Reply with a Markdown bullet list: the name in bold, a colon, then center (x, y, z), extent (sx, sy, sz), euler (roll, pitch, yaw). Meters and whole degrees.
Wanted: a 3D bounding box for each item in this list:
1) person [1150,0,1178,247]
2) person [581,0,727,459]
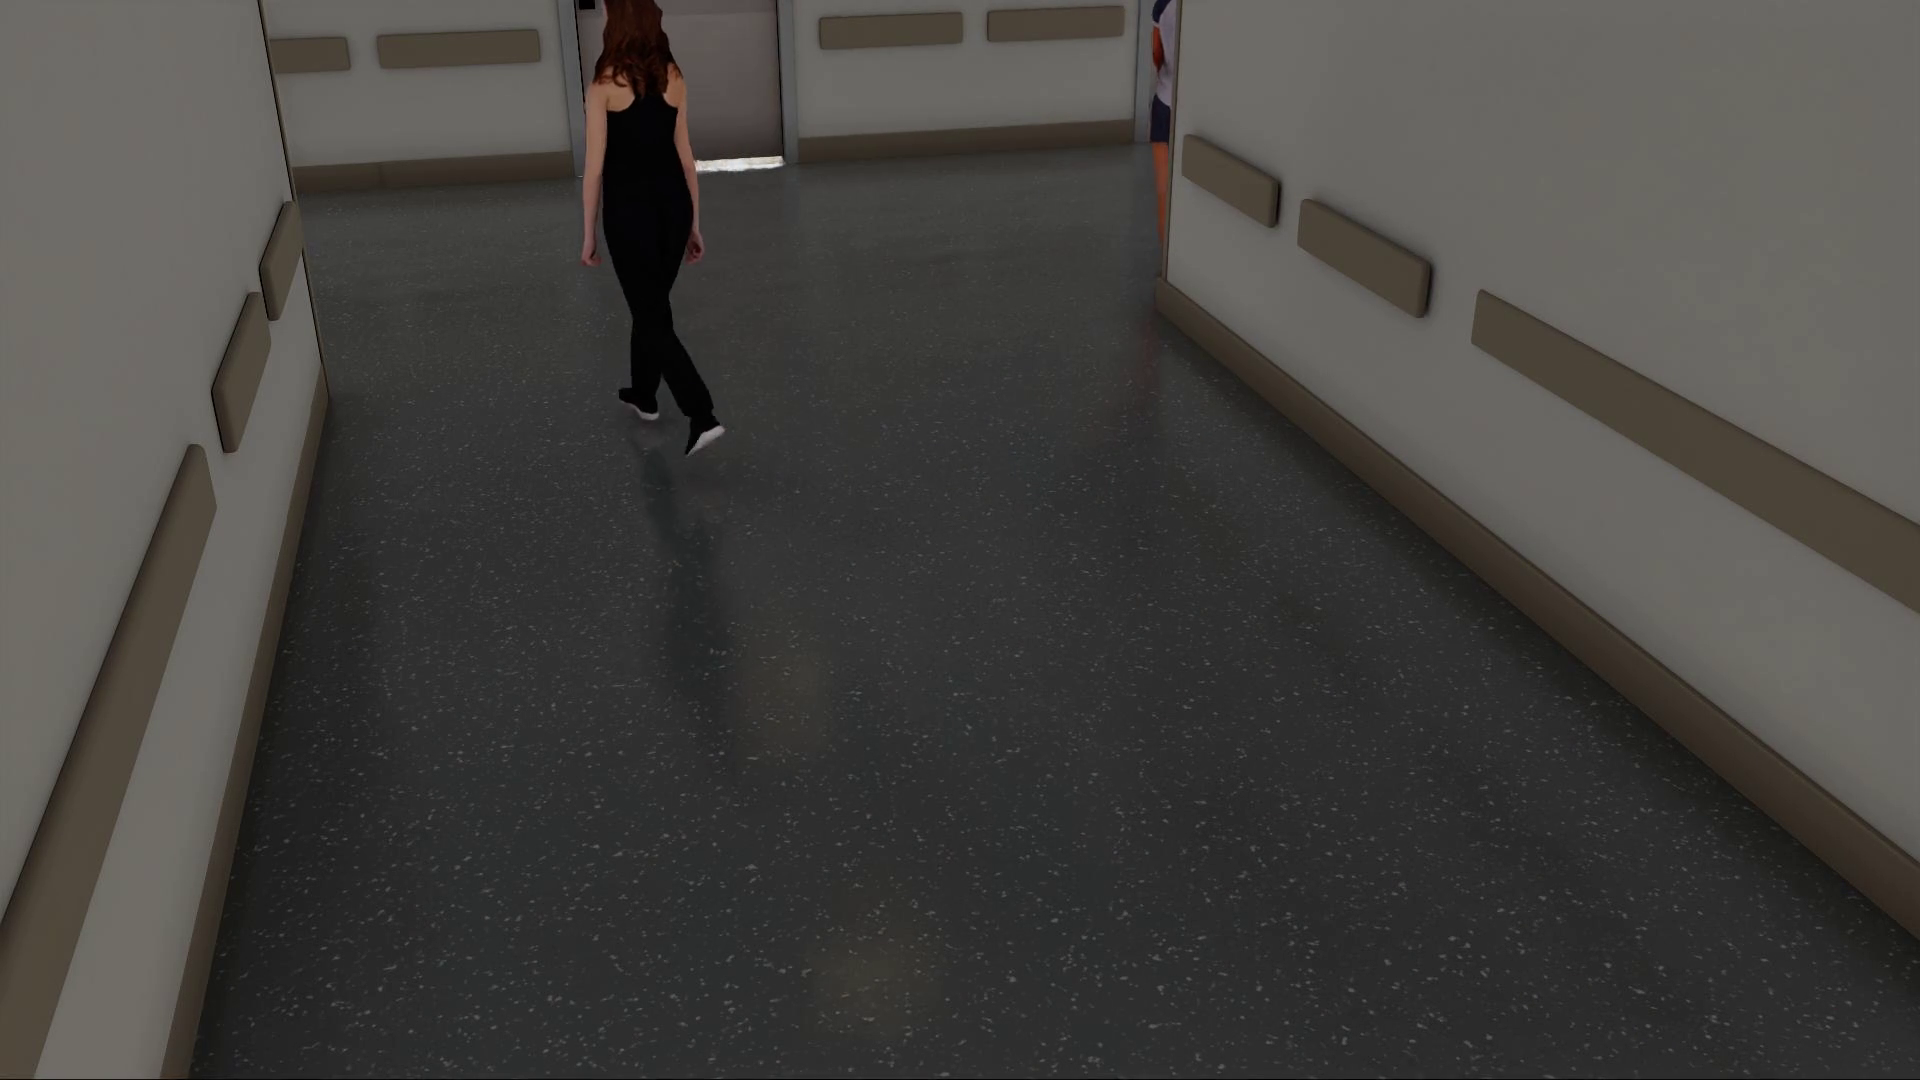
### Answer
- **person**: center (1.104, -2.106, 8.236), extent (0.760, 1.604, 0.803), euler (9, 27, 19)
- **person**: center (-1.099, -1.119, 6.072), extent (1.155, 1.707, 0.959), euler (-19, 32, -34)
